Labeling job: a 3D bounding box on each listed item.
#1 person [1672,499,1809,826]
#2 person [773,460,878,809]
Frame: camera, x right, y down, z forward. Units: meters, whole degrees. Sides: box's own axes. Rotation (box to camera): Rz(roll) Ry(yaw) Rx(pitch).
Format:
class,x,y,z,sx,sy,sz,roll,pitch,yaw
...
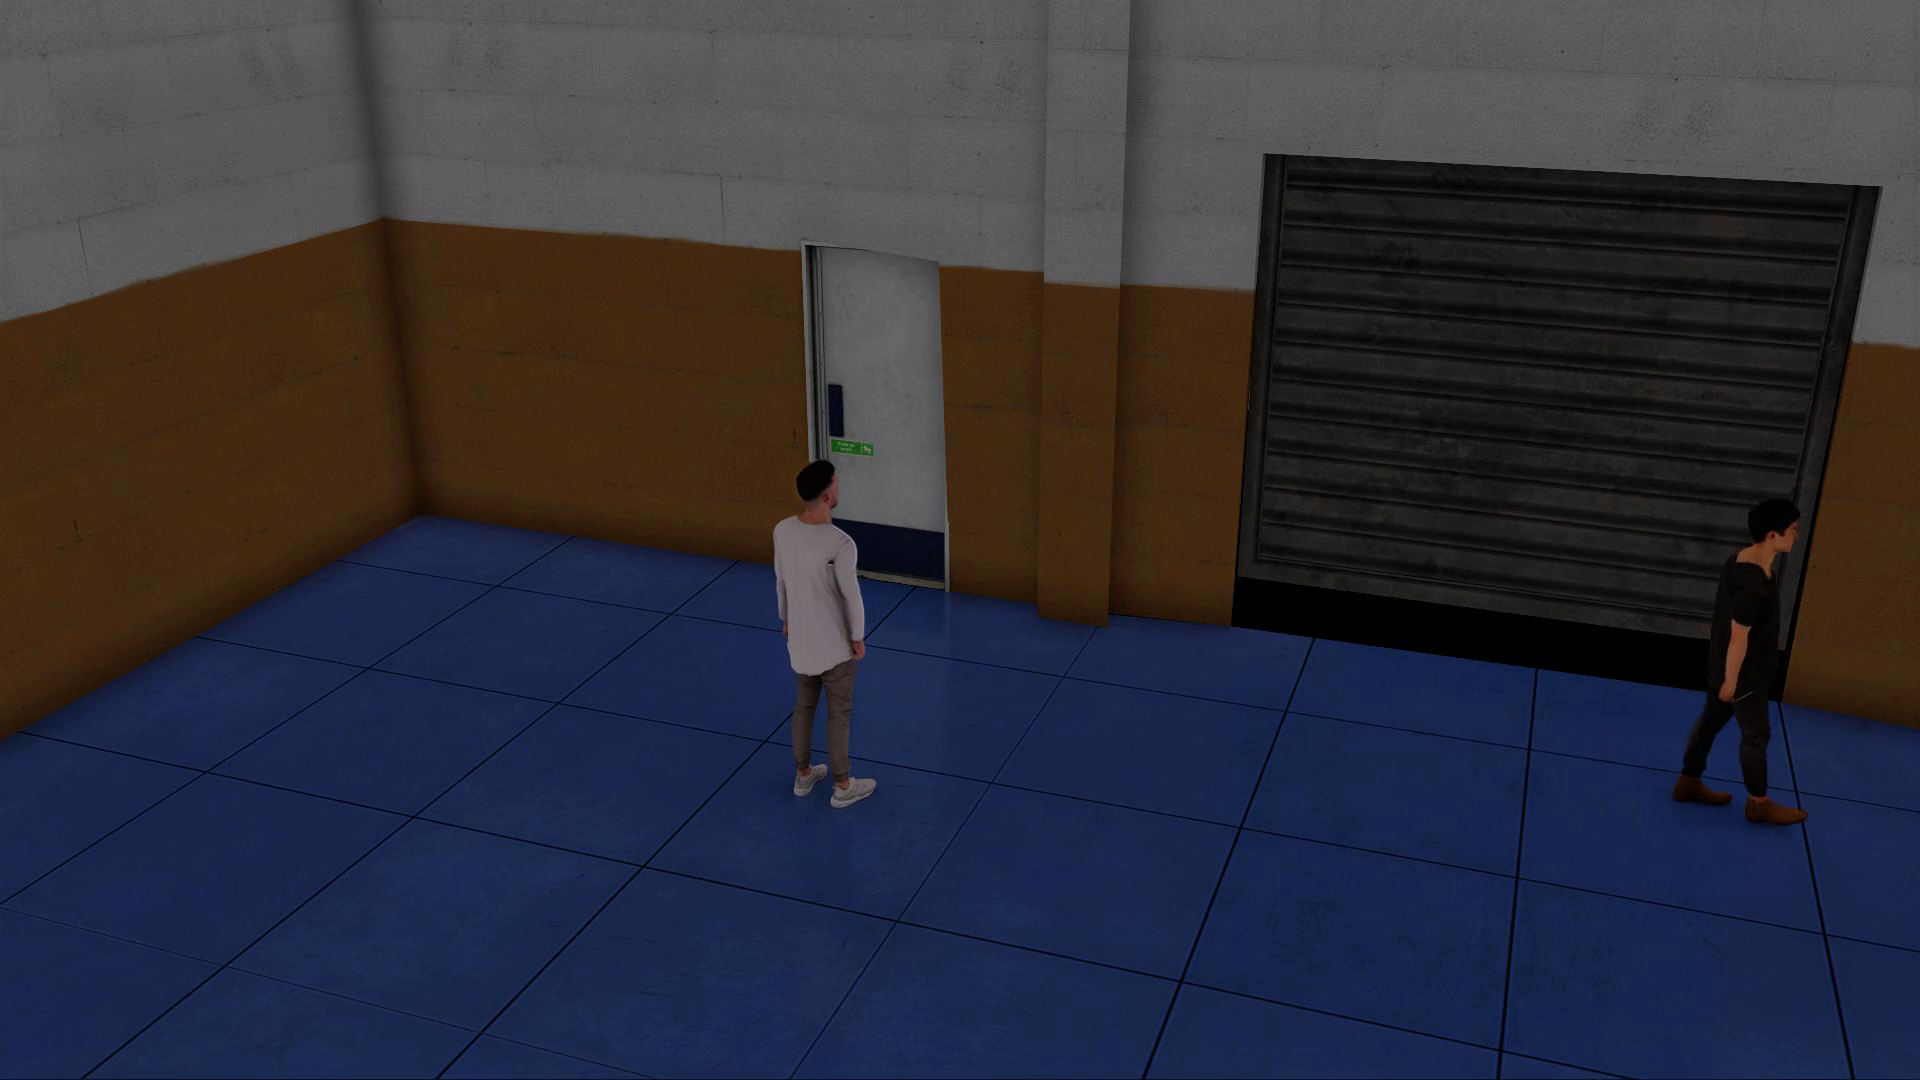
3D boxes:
class,x,y,z,sx,sy,sz,roll,pitch,yaw
person,3.814,0.588,8.284,0.839,1.696,0.656,6,23,15
person,-0.700,0.466,8.394,0.574,1.839,0.780,14,26,31
